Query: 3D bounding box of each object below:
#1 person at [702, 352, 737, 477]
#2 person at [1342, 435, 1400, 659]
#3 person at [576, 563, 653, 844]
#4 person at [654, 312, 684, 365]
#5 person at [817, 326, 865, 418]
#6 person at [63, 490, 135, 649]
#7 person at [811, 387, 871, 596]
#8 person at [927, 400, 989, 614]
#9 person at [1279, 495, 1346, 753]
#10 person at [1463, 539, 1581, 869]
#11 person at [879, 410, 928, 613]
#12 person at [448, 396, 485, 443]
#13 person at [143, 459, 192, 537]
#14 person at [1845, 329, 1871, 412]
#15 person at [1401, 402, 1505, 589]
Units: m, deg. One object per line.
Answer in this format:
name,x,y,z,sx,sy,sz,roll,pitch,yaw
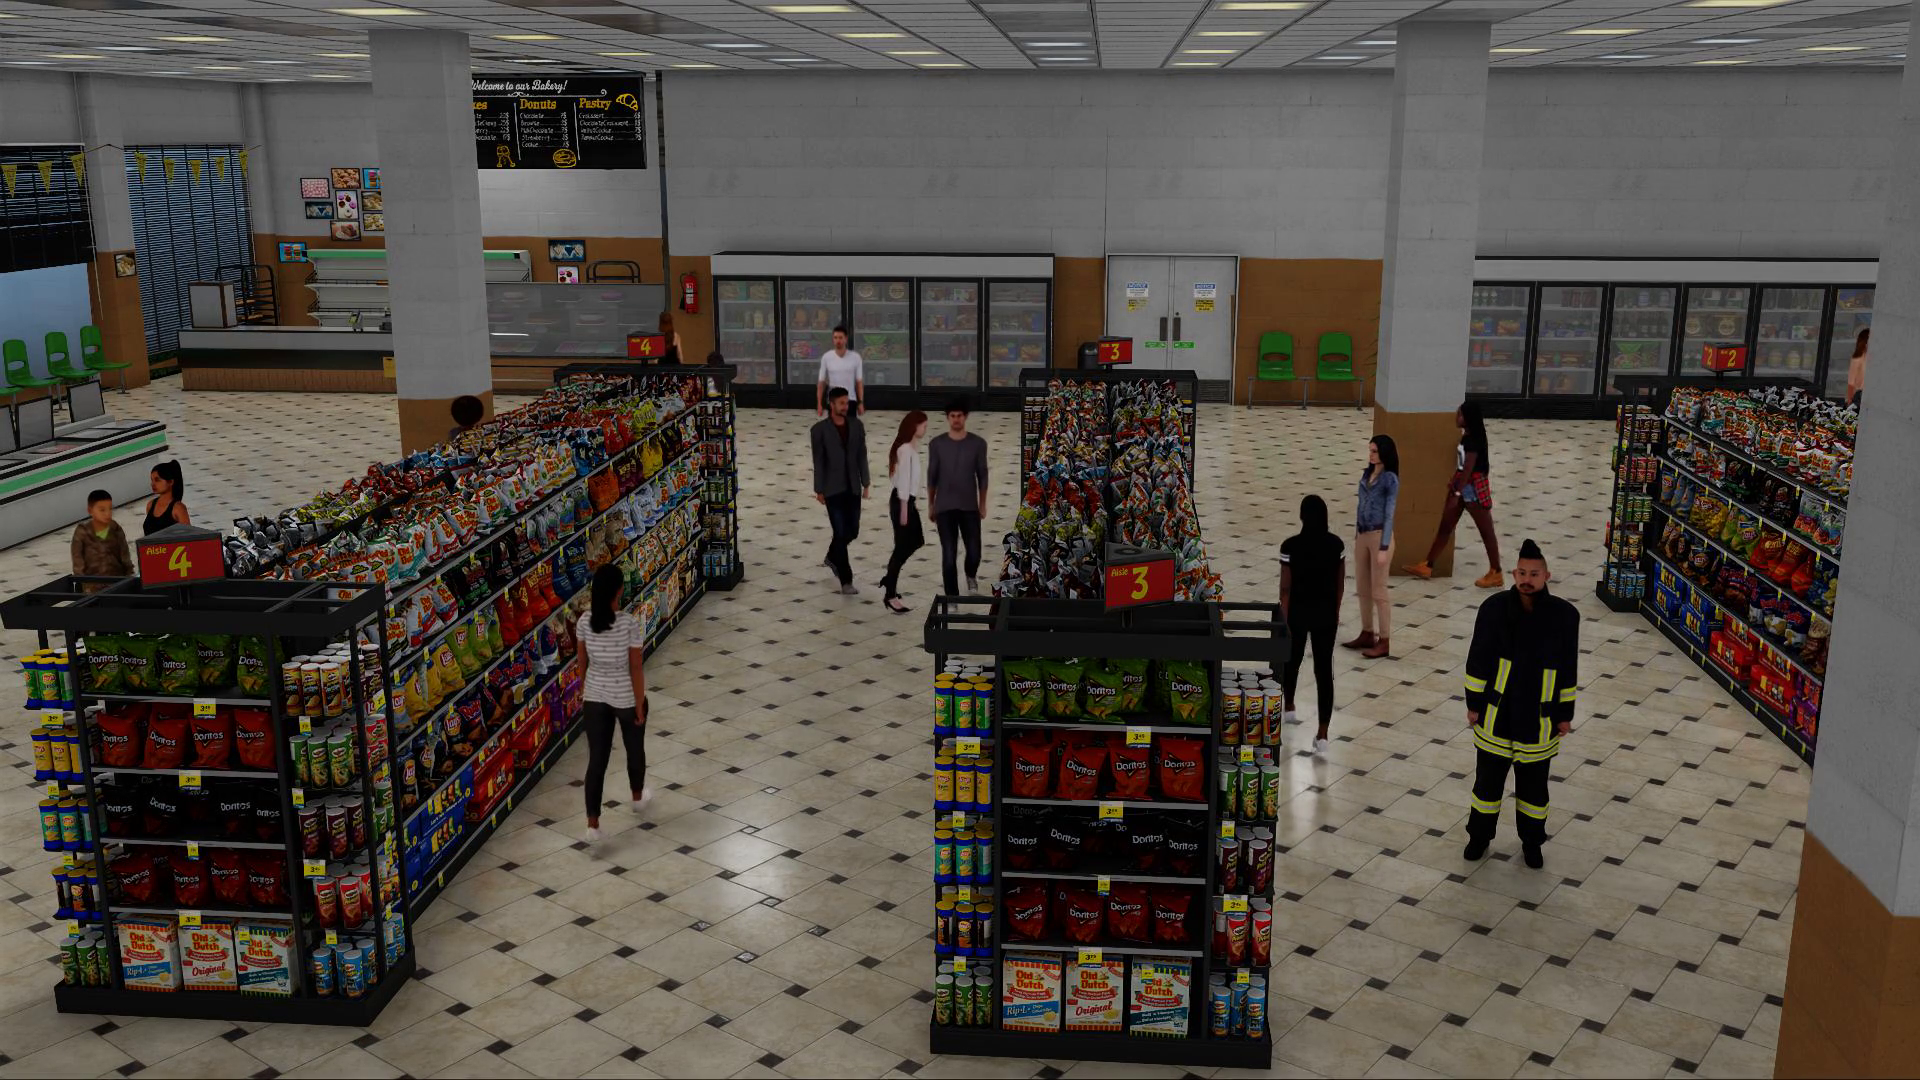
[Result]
person,-2.748,-1.332,19.211,1.073,1.567,1.074,13,19,42
person,3.286,0.042,13.110,0.742,1.773,0.622,-5,14,-19
person,-2.042,0.972,9.628,0.589,1.607,1.082,2,14,7
person,-4.103,-2.365,23.446,0.871,1.579,1.178,-4,14,-17
person,-1.419,-1.649,20.016,0.711,1.805,1.183,1,14,4
person,-6.493,0.334,12.638,0.942,1.428,0.834,11,17,38
person,-1.101,-0.460,15.022,1.106,1.846,1.225,-10,17,-35
person,-0.023,-0.306,14.414,0.715,1.834,0.860,0,14,0
person,2.364,0.584,11.070,0.685,1.681,1.200,0,14,0
person,3.156,0.909,9.348,0.830,1.861,0.787,5,14,19
person,-0.543,-0.251,14.414,0.758,1.729,0.622,2,14,9
person,-4.537,-0.472,15.378,0.598,1.702,0.643,1,14,5
person,-5.984,0.213,12.643,0.632,1.660,0.601,5,15,21
person,10.859,-1.675,20.183,0.829,1.776,0.963,-6,15,-22
person,4.693,-0.366,14.997,0.686,1.677,1.065,0,14,2
